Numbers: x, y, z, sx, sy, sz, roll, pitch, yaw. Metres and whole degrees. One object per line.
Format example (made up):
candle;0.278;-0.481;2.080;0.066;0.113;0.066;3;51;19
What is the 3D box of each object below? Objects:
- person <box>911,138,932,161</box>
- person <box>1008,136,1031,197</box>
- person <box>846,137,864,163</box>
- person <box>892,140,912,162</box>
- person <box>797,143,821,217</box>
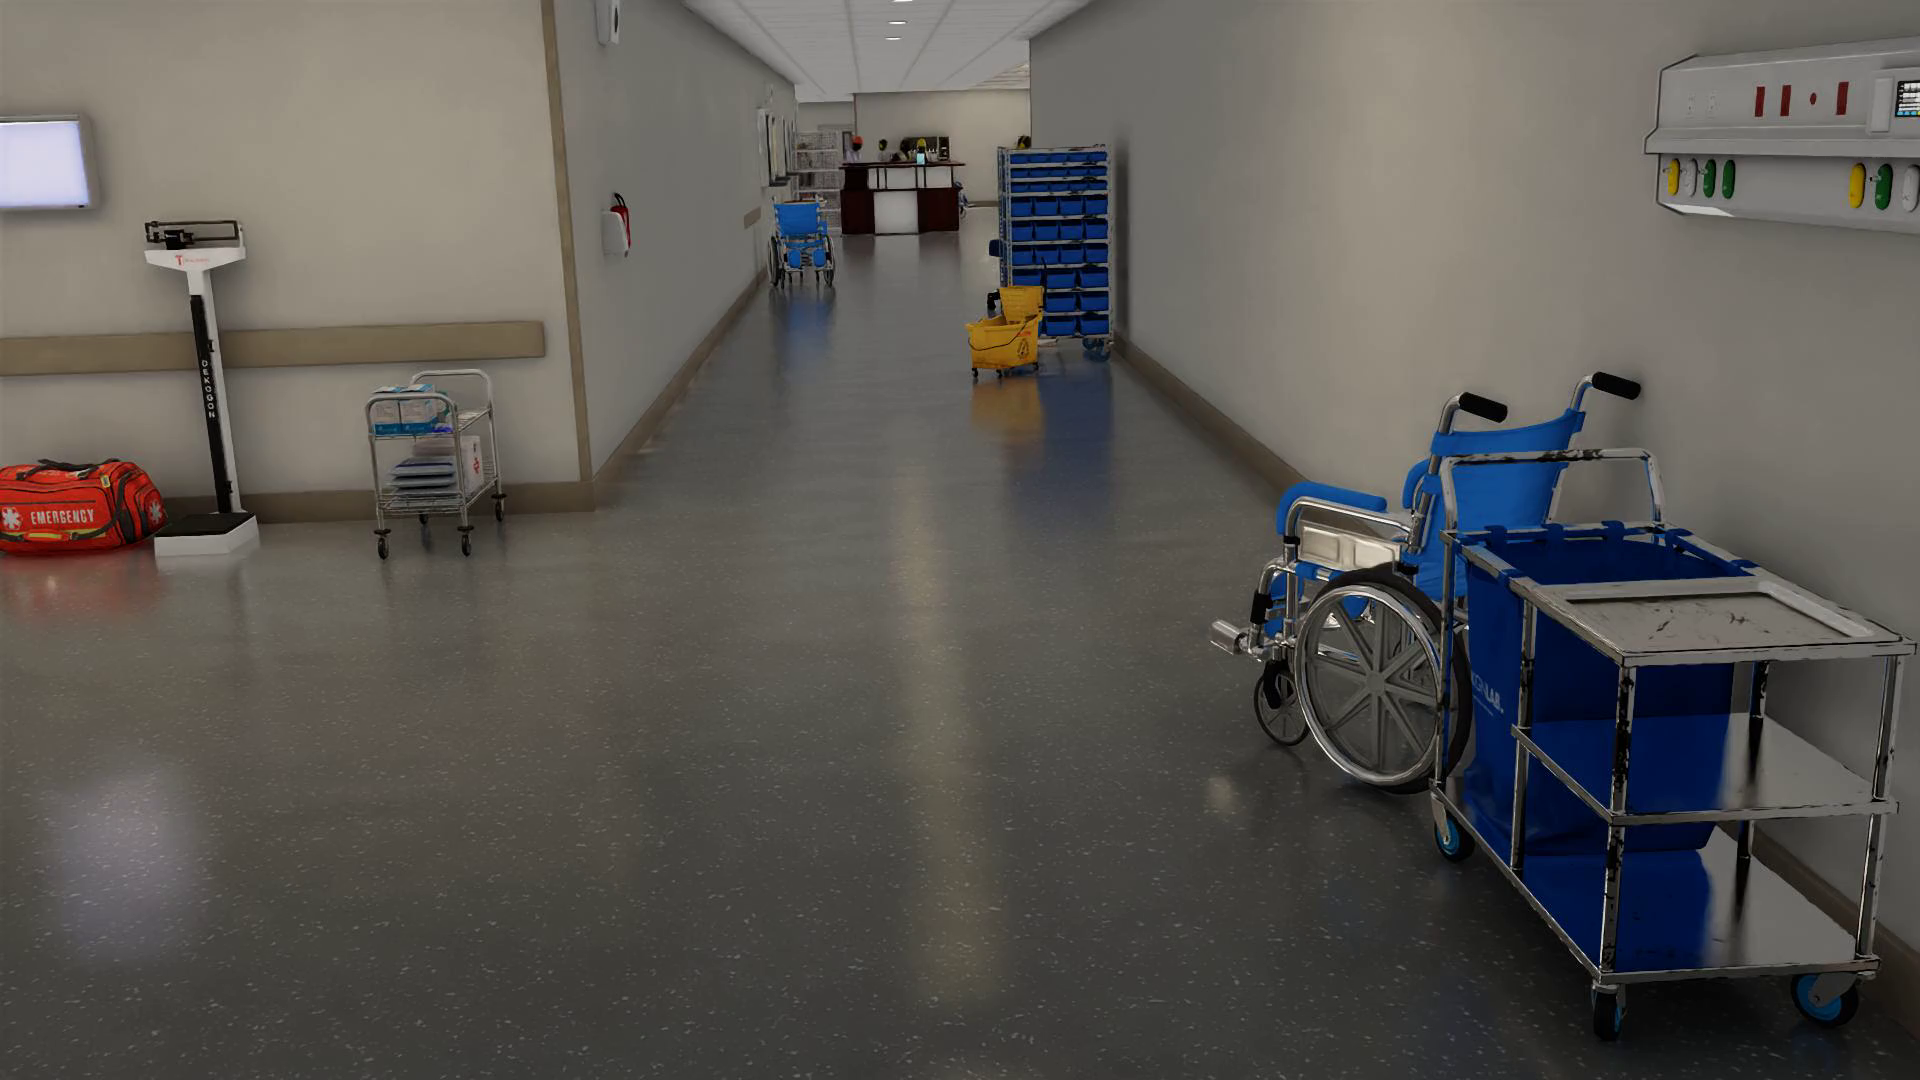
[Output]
person;-0.899;-8.624;39.596;0.596;1.825;0.404;-4;14;-8
person;0.843;-4.875;23.941;0.503;1.835;0.656;9;17;37
person;-2.574;-9.002;41.160;0.530;1.907;0.587;11;18;41
person;-1.226;-8.486;39.103;0.859;1.796;0.626;6;16;28
person;-3.879;-8.798;40.705;0.985;1.790;0.519;1;14;12
